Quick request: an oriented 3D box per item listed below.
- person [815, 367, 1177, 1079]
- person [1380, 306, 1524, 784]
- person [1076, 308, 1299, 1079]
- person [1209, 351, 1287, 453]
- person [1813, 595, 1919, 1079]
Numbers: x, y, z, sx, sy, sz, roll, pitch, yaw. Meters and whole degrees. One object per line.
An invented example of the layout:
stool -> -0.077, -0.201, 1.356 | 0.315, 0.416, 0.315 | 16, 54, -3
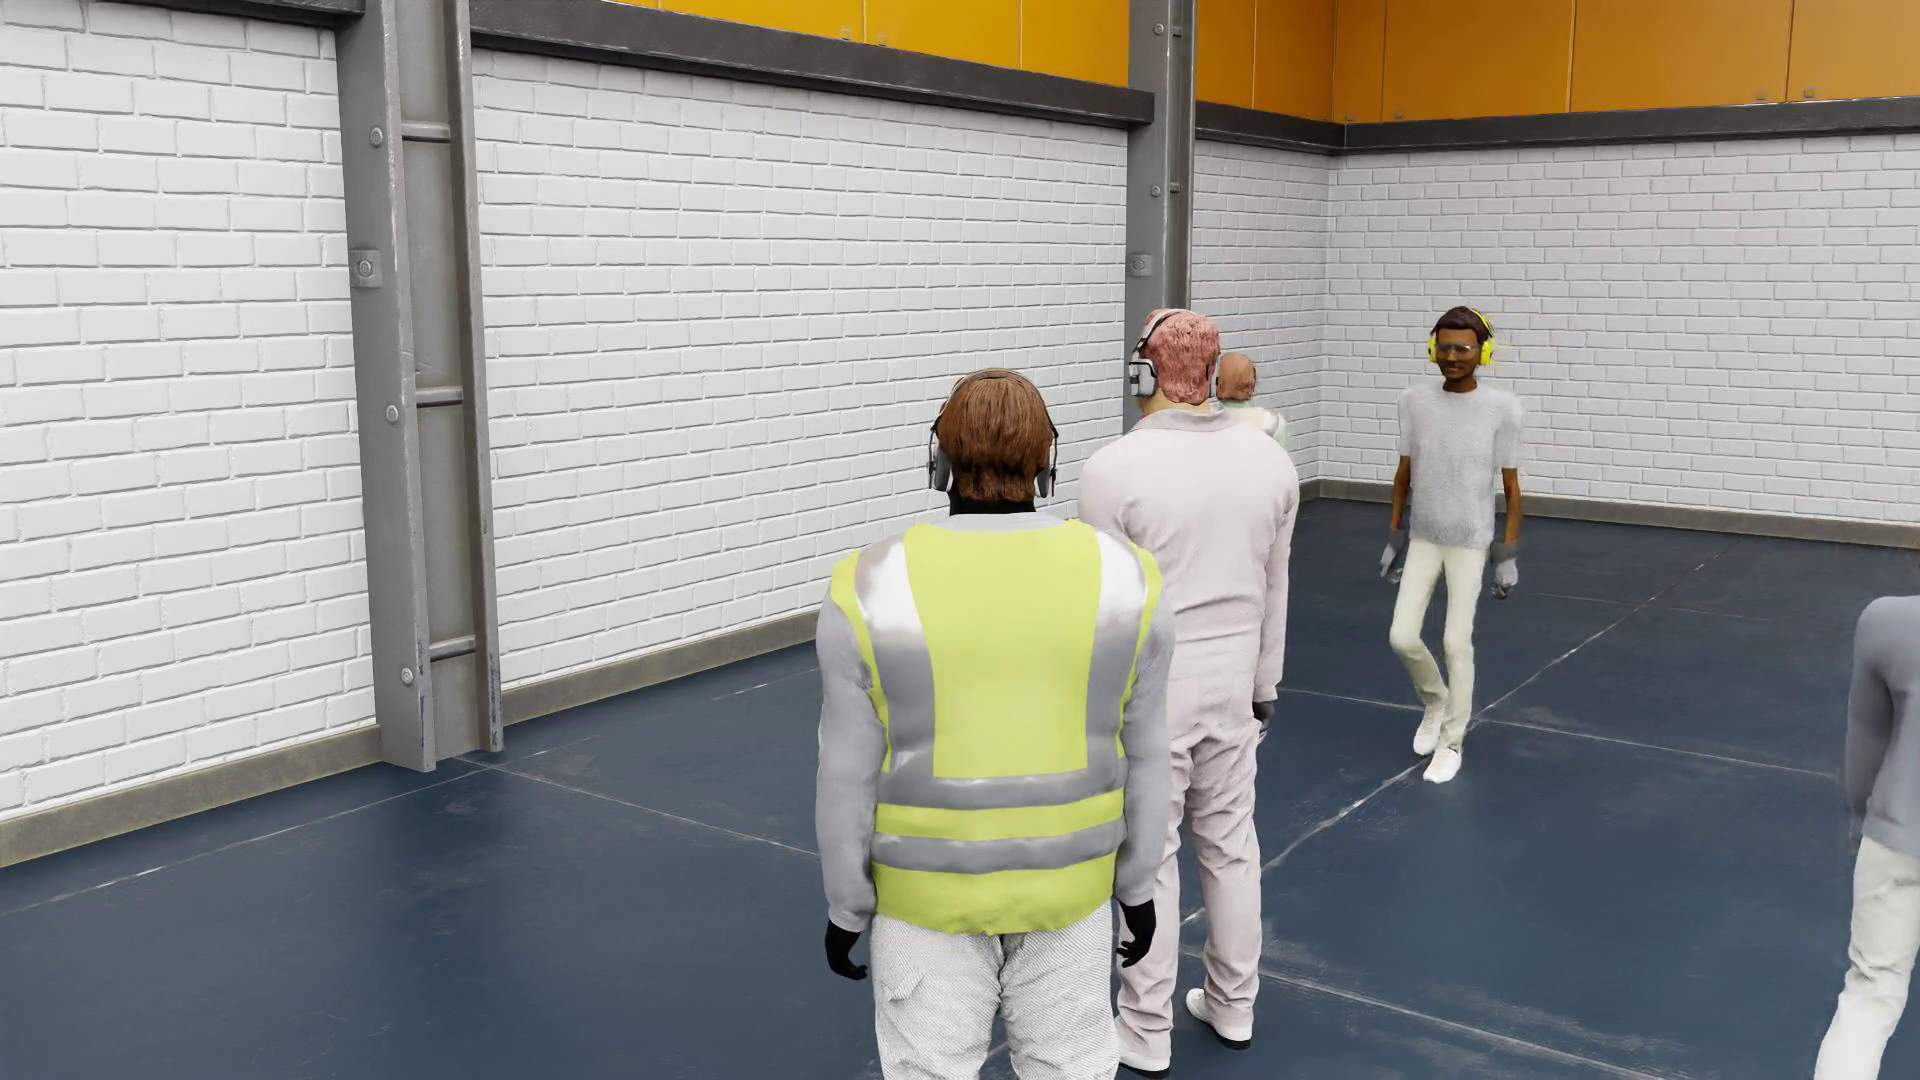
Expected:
person -> 0.058, 0.618, 2.953 | 0.633, 1.843, 0.429 | -2, 10, -10
person -> 1.902, 0.020, 6.479 | 0.555, 1.854, 0.426 | 7, 12, 35
person -> 0.526, 0.380, 4.179 | 0.651, 1.906, 0.402 | -6, 11, -31
person -> 1.268, -0.064, 7.711 | 0.524, 1.611, 0.754 | 1, 10, 6
person -> 2.030, 0.660, 3.431 | 0.820, 1.599, 0.509 | -7, 12, -37
